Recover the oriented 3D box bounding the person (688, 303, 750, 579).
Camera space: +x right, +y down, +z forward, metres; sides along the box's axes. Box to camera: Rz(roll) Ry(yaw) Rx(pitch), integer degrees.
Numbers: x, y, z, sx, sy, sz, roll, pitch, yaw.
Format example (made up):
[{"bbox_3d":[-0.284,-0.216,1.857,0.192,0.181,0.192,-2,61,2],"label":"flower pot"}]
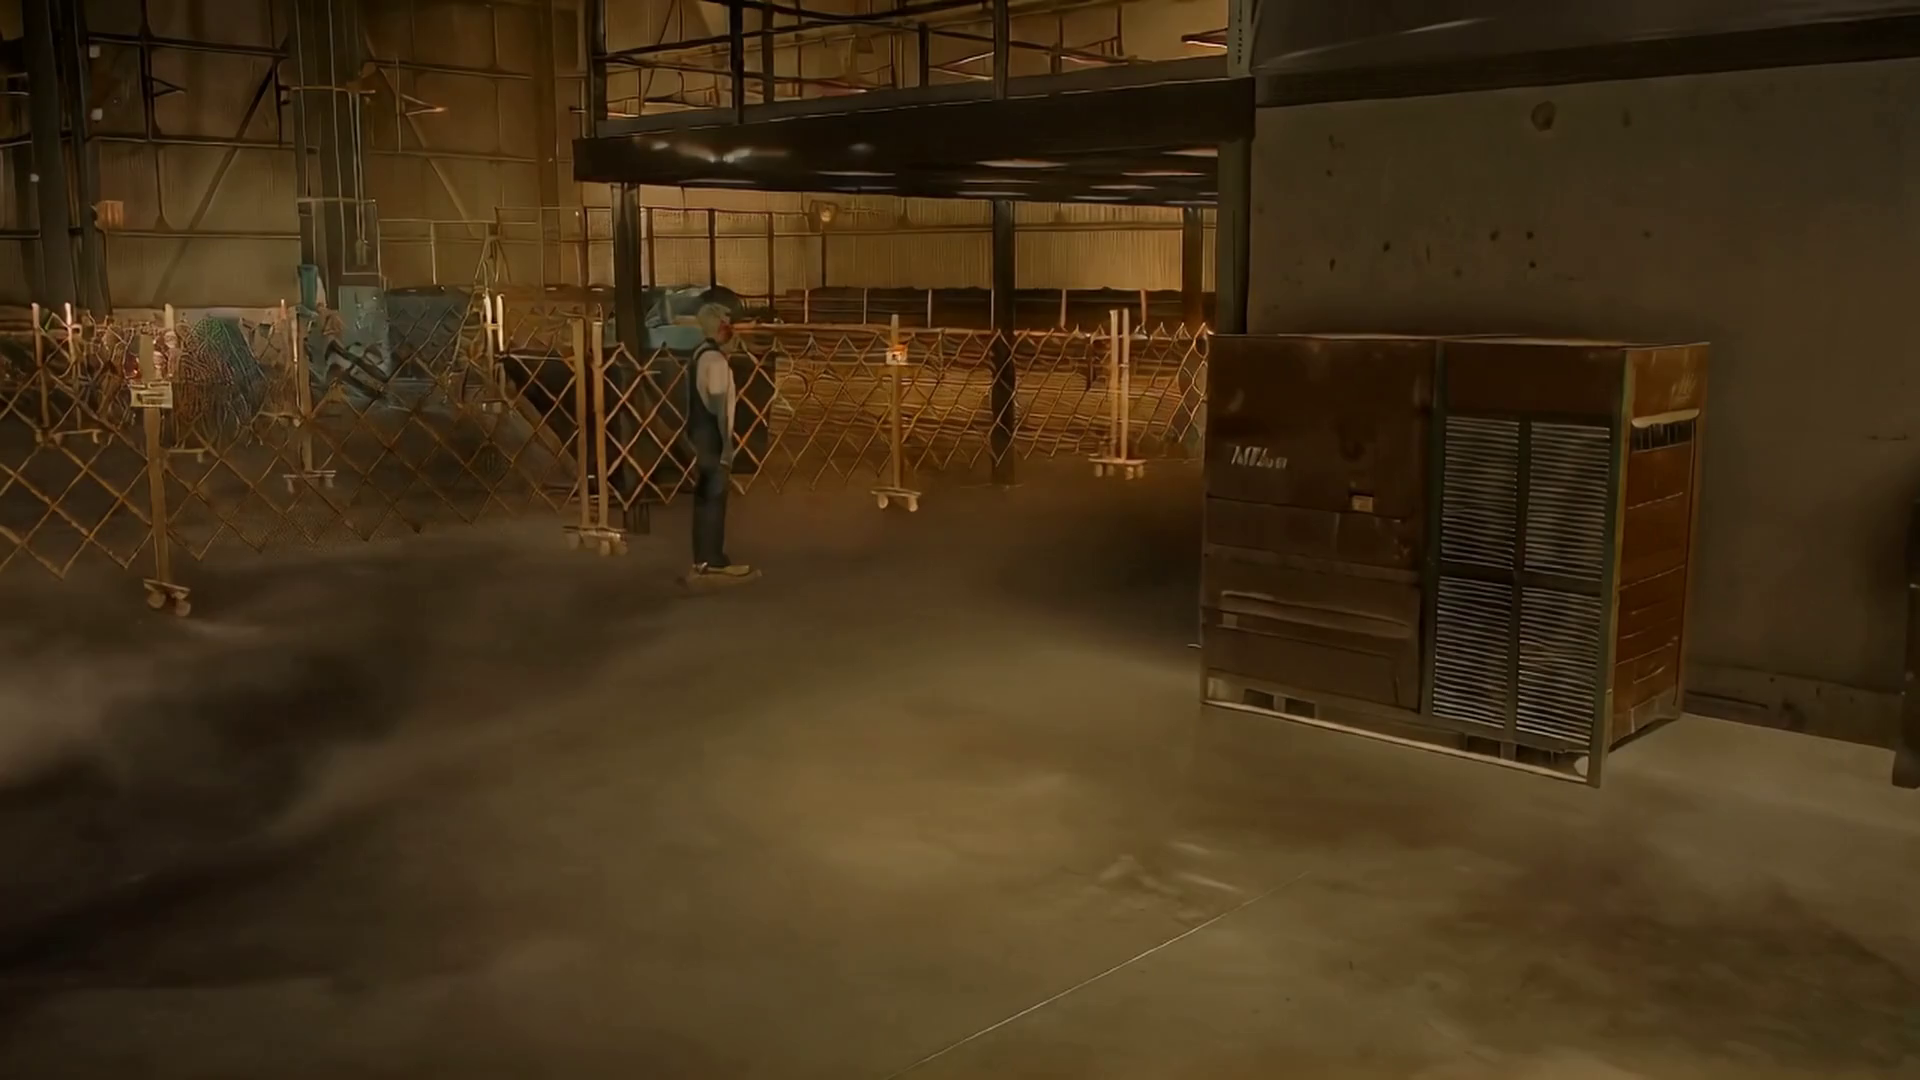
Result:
[{"bbox_3d":[-1.644,-0.663,11.177,0.327,1.843,0.514,-5,10,-27],"label":"person"}]
